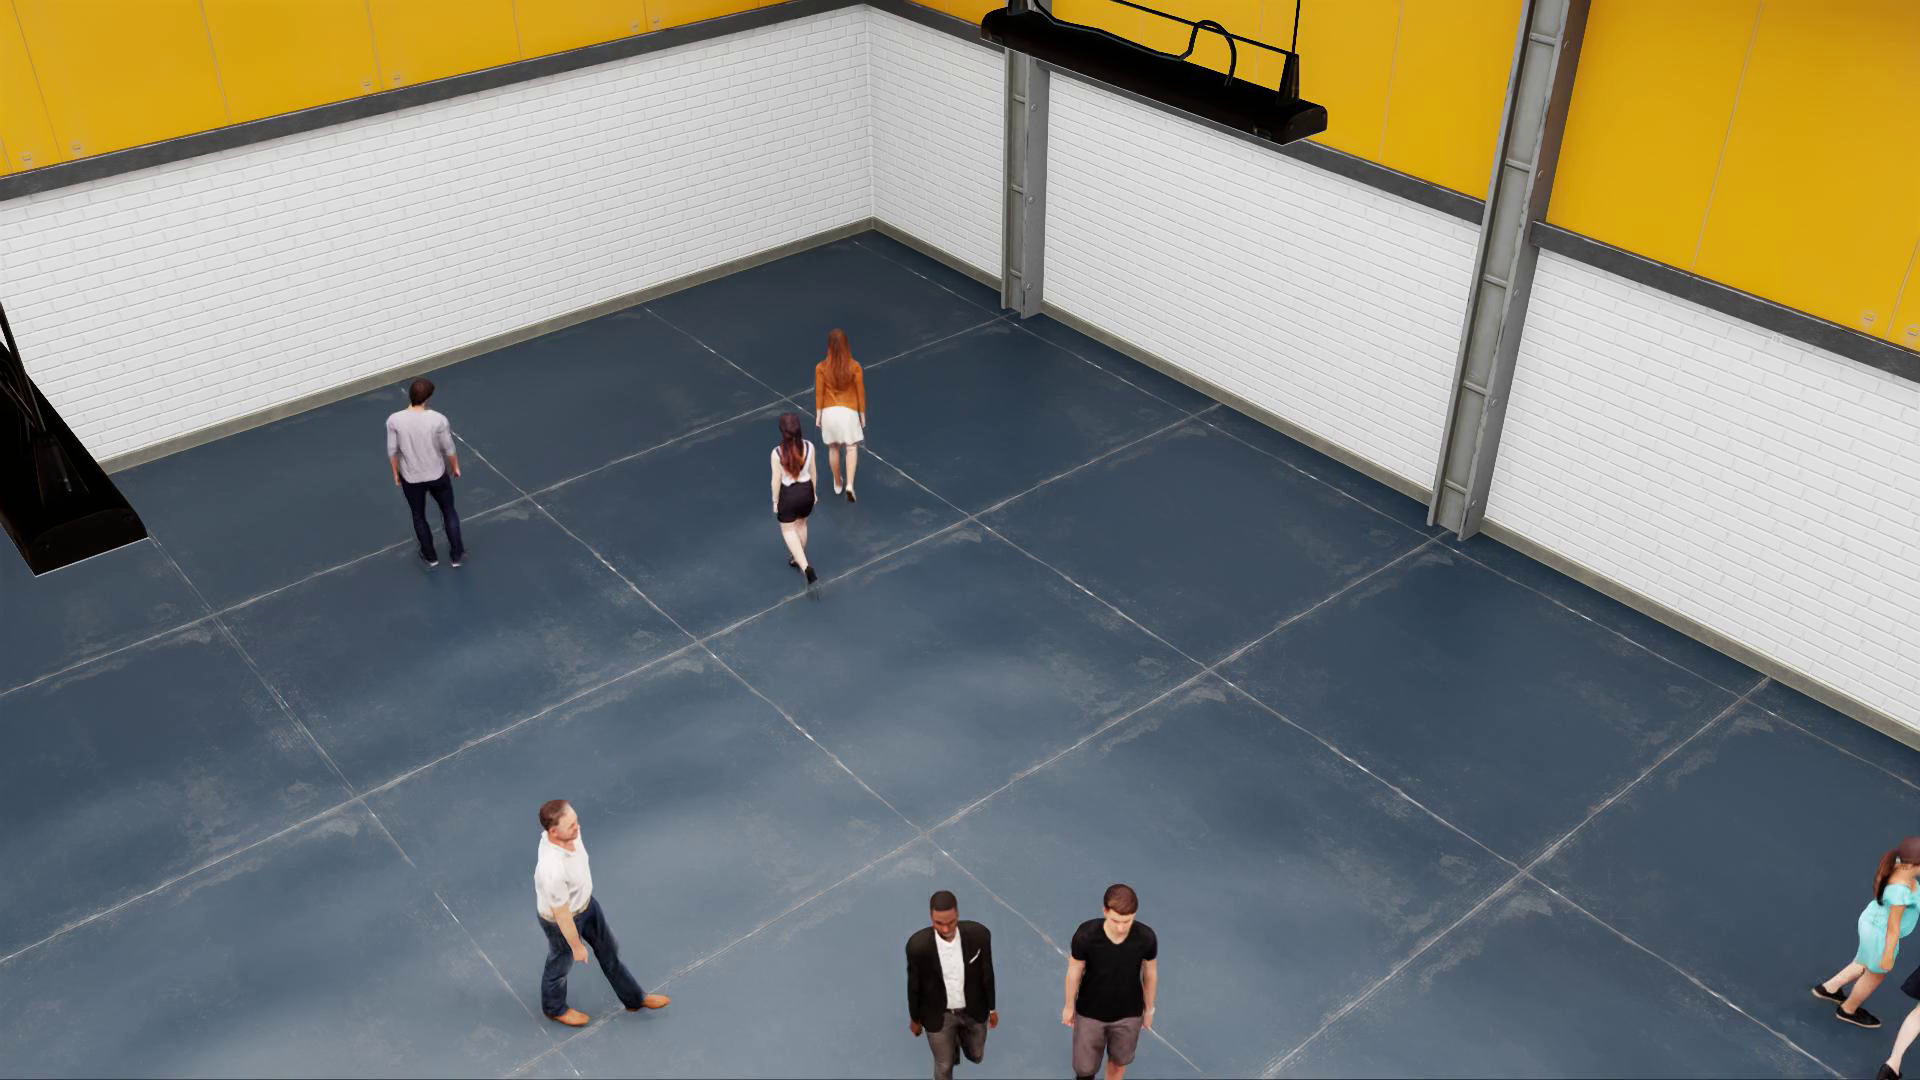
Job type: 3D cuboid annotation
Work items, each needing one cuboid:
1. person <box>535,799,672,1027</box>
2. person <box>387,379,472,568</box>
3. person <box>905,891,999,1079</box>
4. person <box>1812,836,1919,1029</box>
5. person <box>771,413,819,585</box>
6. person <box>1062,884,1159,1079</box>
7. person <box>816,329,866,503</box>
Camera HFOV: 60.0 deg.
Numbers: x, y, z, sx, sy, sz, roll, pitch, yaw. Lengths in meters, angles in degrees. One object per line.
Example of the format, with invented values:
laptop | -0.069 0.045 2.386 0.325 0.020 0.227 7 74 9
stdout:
person | -2.478 2.279 10.122 1.153 1.827 1.058 5 34 7
person | -4.652 -0.563 14.405 0.801 1.819 0.781 -18 38 -25
person | -0.058 2.650 9.600 0.941 1.786 1.081 -7 34 -10
person | 5.582 2.396 10.200 0.769 1.546 0.697 12 35 17
person | -1.386 -0.314 14.192 0.681 1.639 0.912 -16 37 -22
person | 0.858 2.616 9.588 0.889 1.857 0.949 0 34 -1
person | -1.102 -1.097 15.310 0.904 1.705 0.988 -1 34 -1
